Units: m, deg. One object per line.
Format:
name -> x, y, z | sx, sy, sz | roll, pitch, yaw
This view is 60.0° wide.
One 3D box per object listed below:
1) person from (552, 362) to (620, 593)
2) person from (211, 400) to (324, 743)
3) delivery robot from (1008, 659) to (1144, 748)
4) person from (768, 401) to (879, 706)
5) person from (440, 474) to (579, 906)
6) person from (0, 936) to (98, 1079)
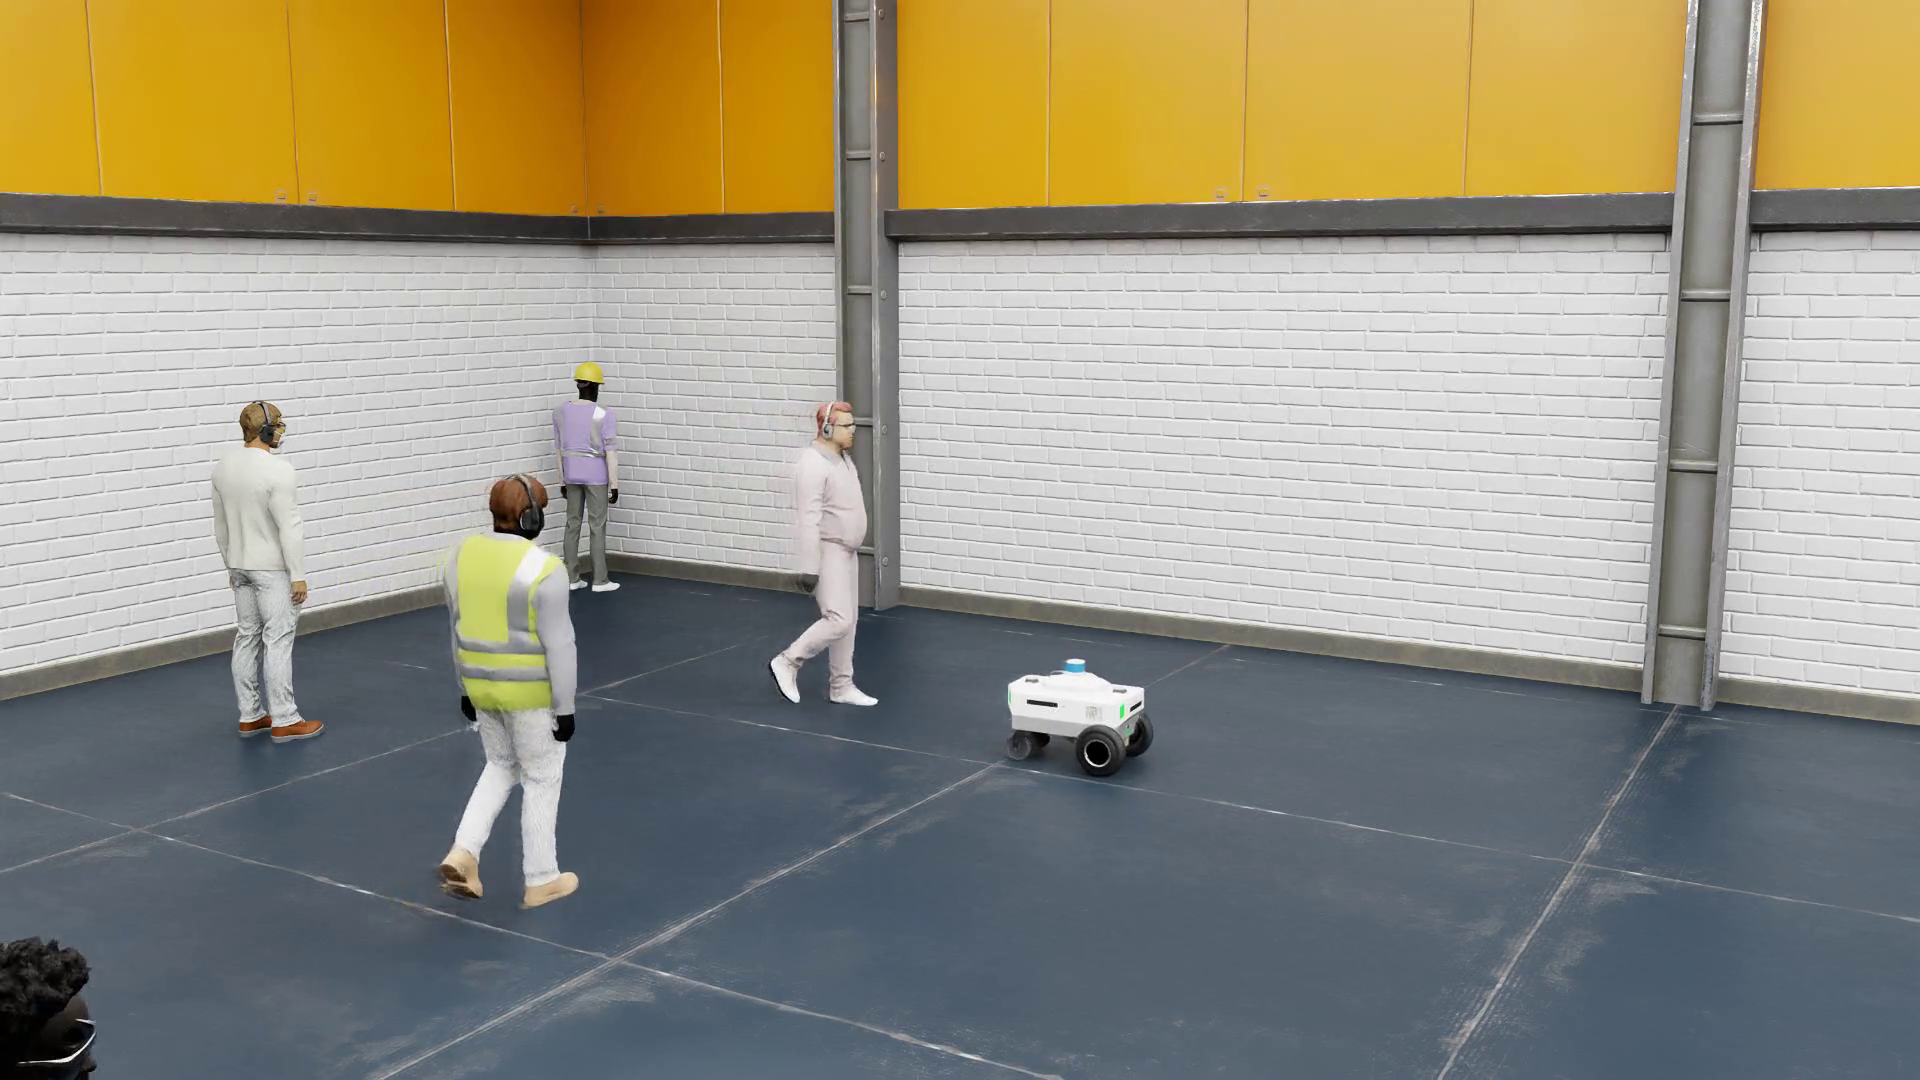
person -> -3.086, -0.516, 13.826 | 0.582, 1.919, 0.388 | 3, 9, 16
person -> -3.942, 0.177, 9.431 | 0.635, 1.937, 0.354 | 5, 10, 29
delivery robot -> 0.622, 0.889, 9.002 | 0.707, 0.478, 0.477 | 4, 10, 26
person -> -0.815, 0.098, 10.086 | 0.536, 1.893, 0.653 | 2, 9, 12
person -> -1.854, 0.643, 6.870 | 0.641, 1.829, 0.527 | 5, 10, 27
person -> -1.462, 1.415, 2.522 | 0.427, 1.682, 0.540 | -4, 10, -22
